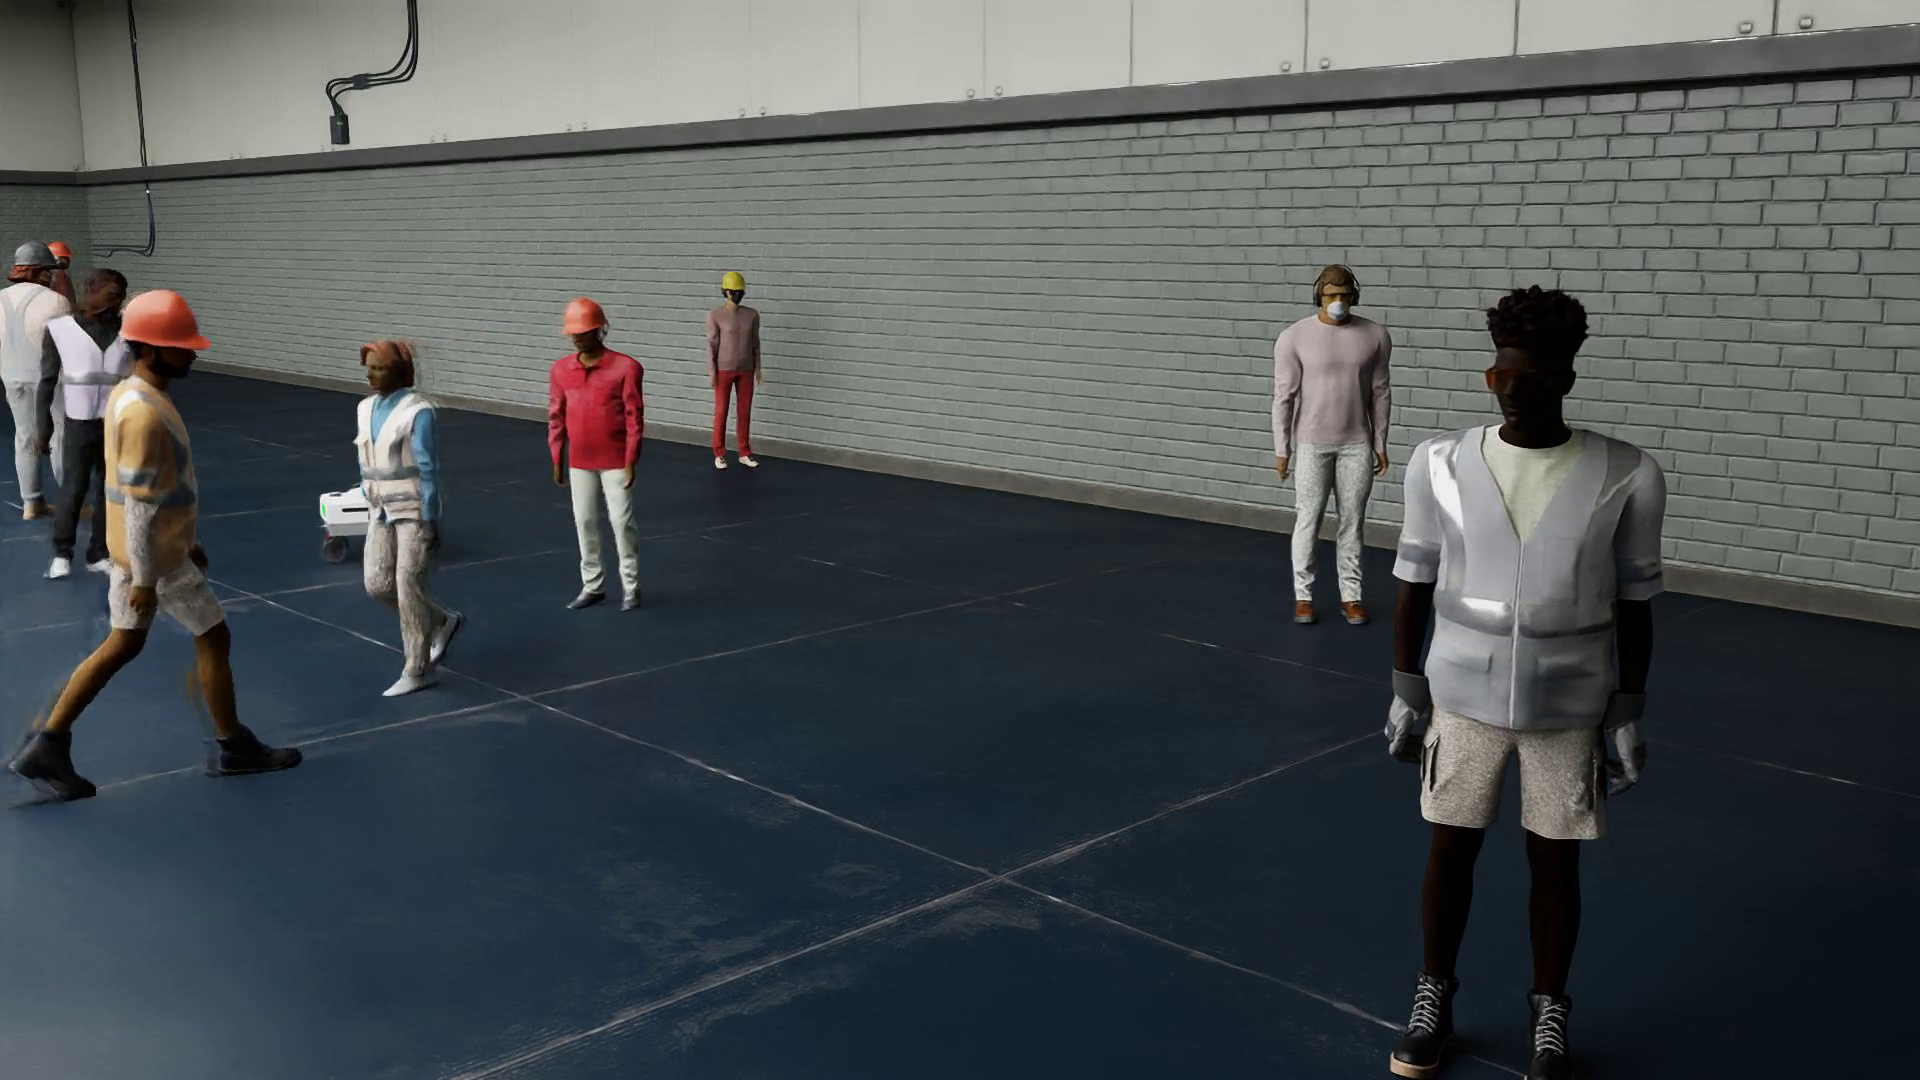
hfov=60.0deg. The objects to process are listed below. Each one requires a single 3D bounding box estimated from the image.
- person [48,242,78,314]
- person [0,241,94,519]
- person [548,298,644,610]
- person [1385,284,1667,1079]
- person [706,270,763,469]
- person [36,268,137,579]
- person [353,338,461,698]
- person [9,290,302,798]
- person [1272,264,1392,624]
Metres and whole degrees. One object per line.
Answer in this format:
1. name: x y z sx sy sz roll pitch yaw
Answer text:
1. person: -10.813 -2.586 20.070 0.391 1.991 0.625 -1 10 -8
2. person: -6.687 -1.162 12.180 0.681 2.000 0.536 3 11 13
3. person: -2.015 -0.463 9.198 0.577 1.737 0.376 2 11 12
4. person: 1.337 0.376 3.999 0.613 1.962 0.361 4 11 23
5. person: -2.005 -1.515 14.859 0.533 1.767 0.326 -7 12 -33
6. person: -5.272 -0.708 10.167 0.672 1.874 0.375 -10 14 -43
7. person: -2.509 -0.114 7.617 0.519 1.625 0.475 7 12 32
8. person: -3.042 0.025 6.133 0.967 1.891 0.546 -6 12 -31
9. person: 1.986 -0.504 8.912 0.638 1.930 0.375 -1 10 -3
